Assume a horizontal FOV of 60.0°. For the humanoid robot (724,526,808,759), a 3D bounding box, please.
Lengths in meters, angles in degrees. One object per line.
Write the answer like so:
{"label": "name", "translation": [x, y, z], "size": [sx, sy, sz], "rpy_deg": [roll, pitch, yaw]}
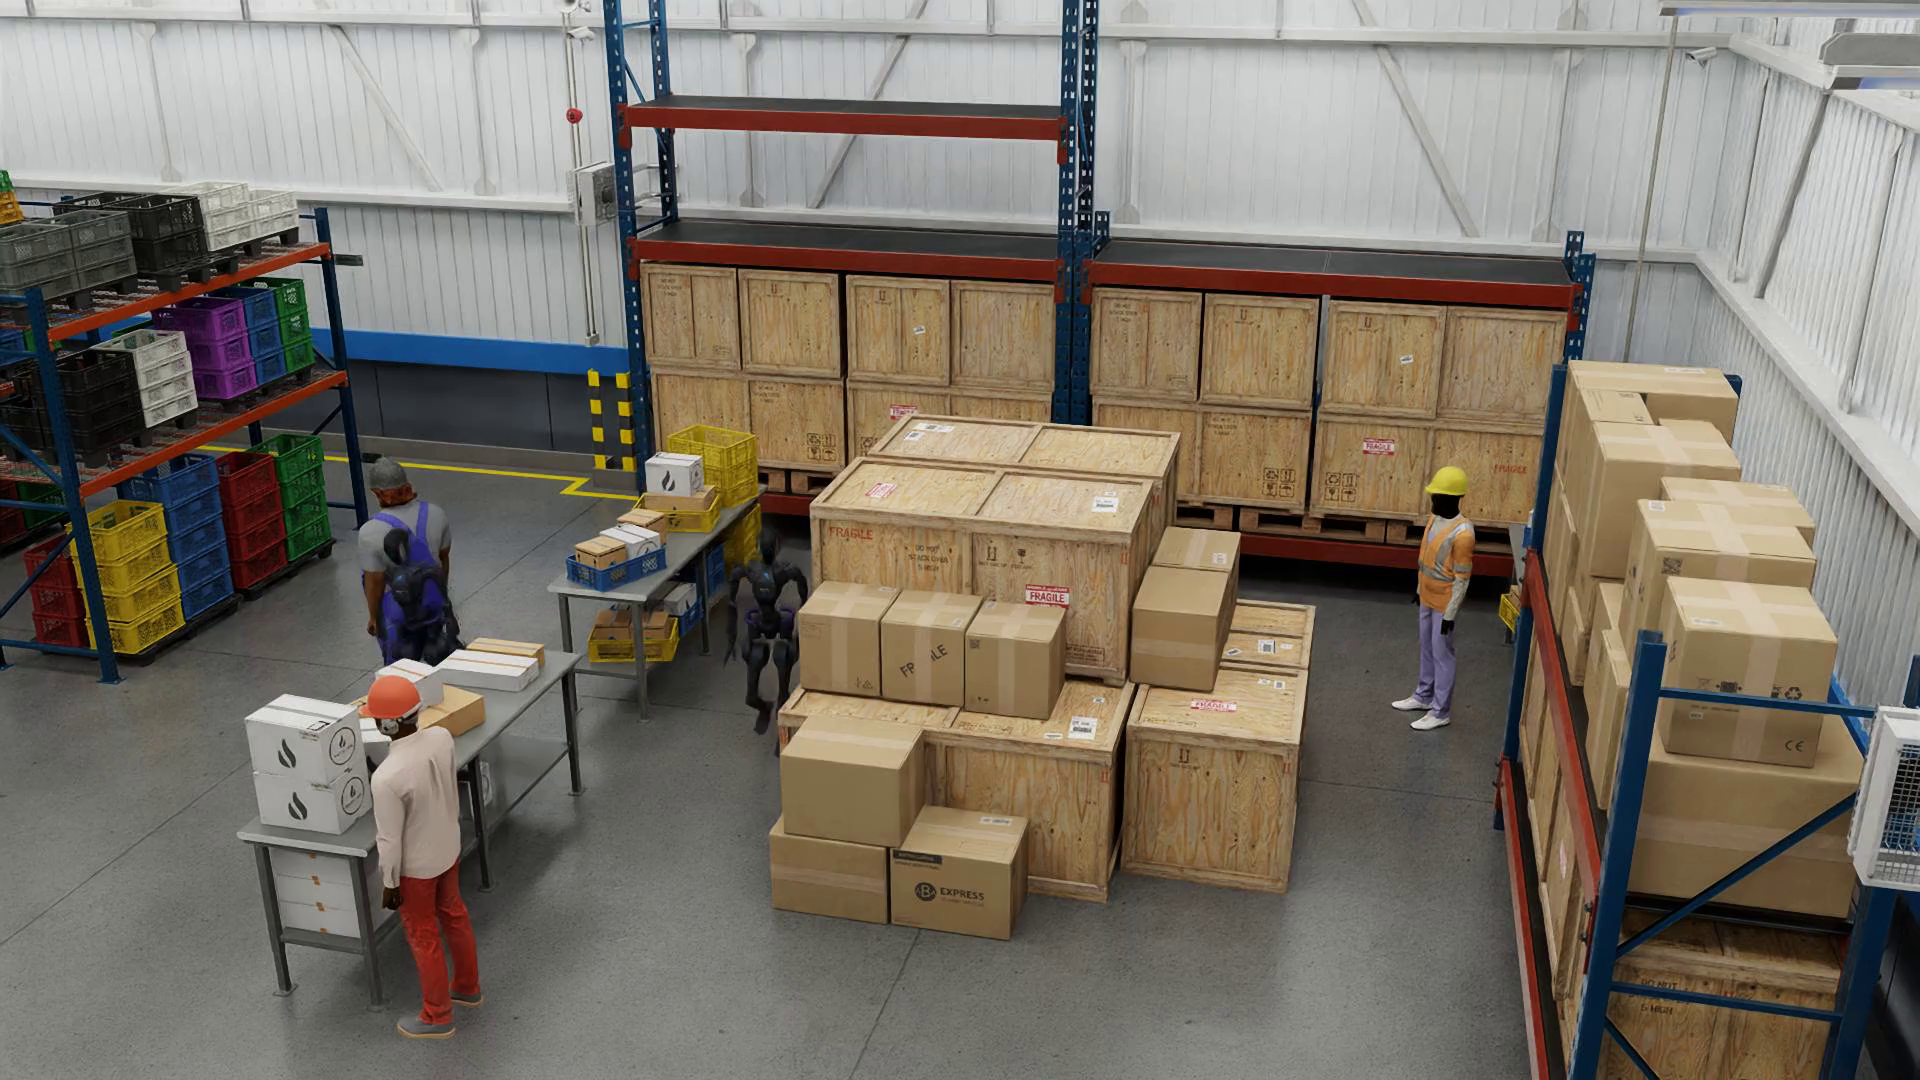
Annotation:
{"label": "humanoid robot", "translation": [-1.309, 0.668, 11.332], "size": [0.612, 1.654, 0.376], "rpy_deg": [0, 21, 1]}

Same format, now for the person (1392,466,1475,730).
{"label": "person", "translation": [3.359, 0.399, 11.676], "size": [0.356, 1.930, 0.586], "rpy_deg": [-3, 21, -8]}

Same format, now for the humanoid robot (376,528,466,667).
{"label": "humanoid robot", "translation": [-3.673, 0.634, 11.442], "size": [0.602, 1.624, 0.586], "rpy_deg": [-1, 21, -2]}

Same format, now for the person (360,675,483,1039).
{"label": "person", "translation": [-2.754, 1.599, 8.467], "size": [0.406, 1.986, 0.614], "rpy_deg": [6, 22, 14]}

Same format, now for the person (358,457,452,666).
{"label": "person", "translation": [-3.864, 0.396, 11.530], "size": [0.536, 2.000, 0.687], "rpy_deg": [14, 25, 33]}
